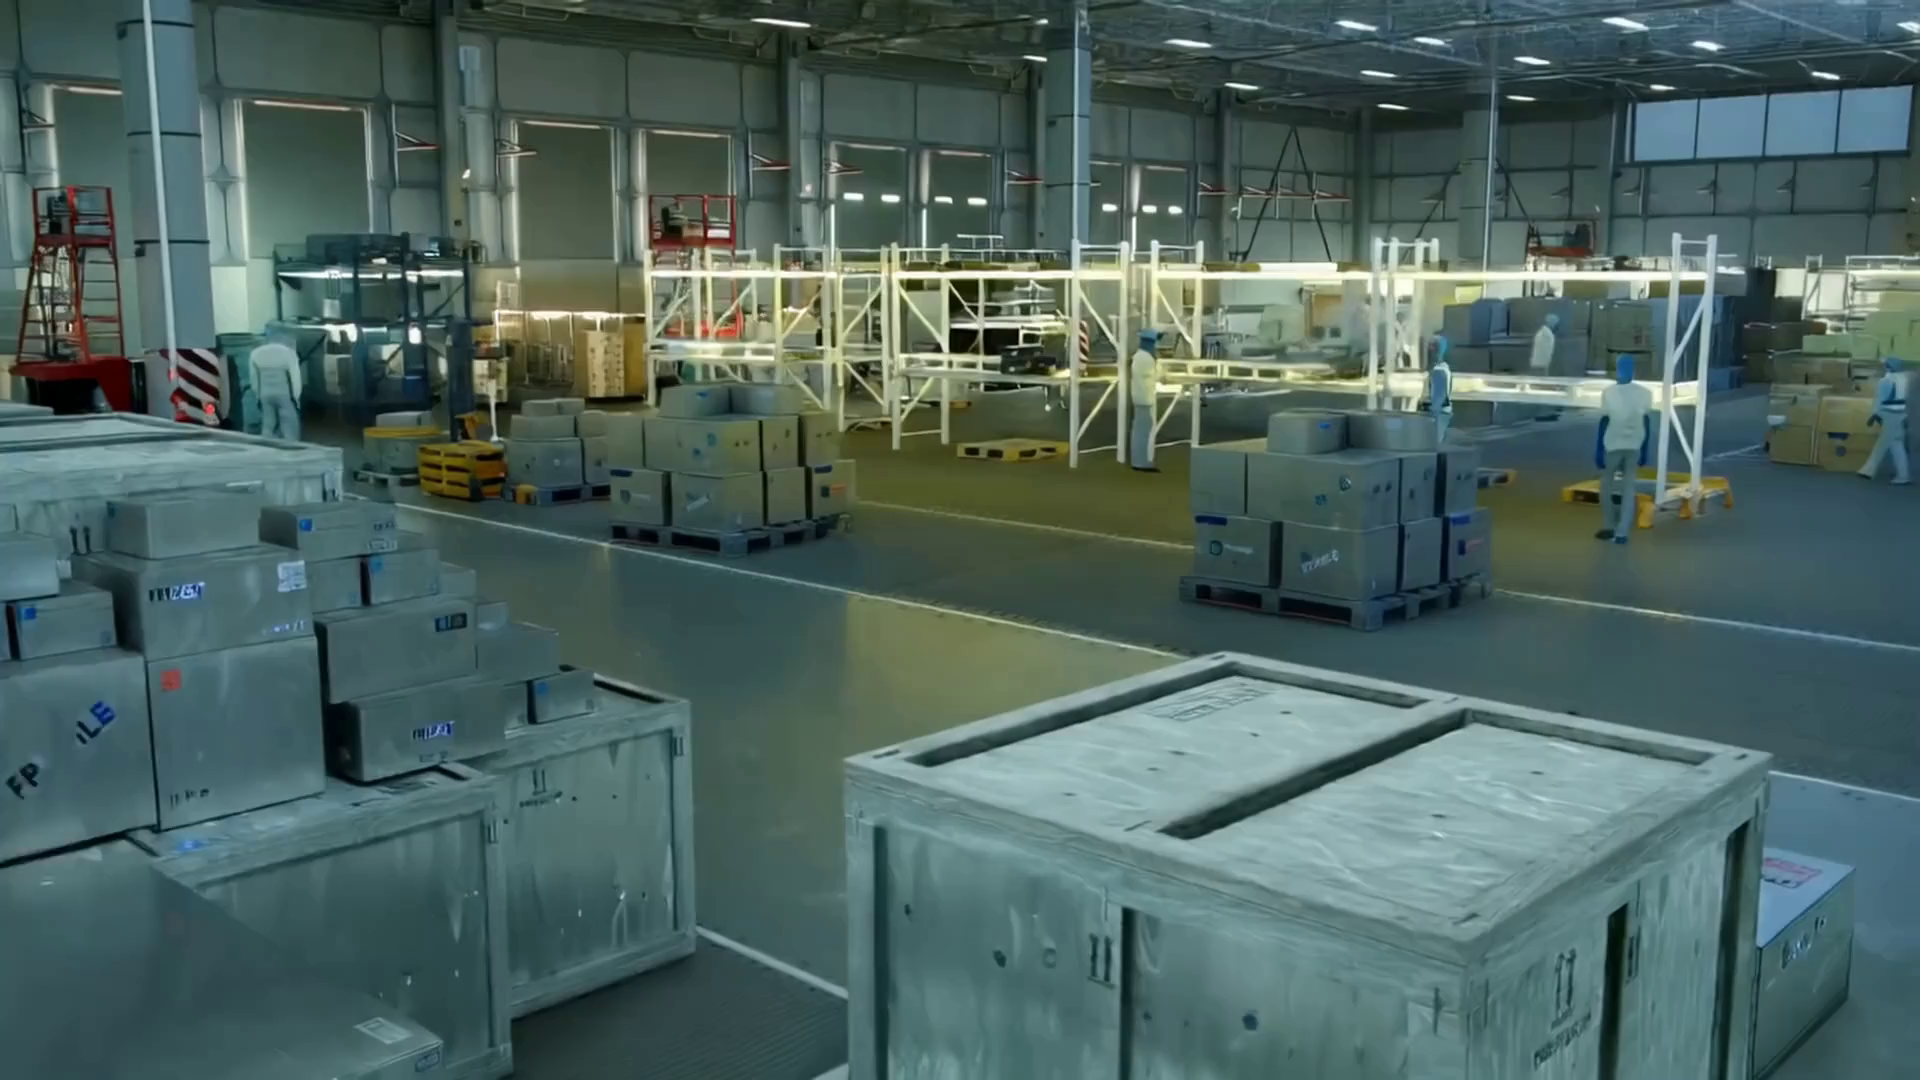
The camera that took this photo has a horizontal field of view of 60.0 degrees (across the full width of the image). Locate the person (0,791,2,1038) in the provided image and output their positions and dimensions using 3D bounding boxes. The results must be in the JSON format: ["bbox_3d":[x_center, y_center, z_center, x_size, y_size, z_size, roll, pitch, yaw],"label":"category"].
[{"bbox_3d":[-1.905,1.220,3.094,0.785,1.884,0.644,-2,9,-11],"label":"person"}]

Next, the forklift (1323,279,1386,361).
[{"bbox_3d":[11.391,-6.499,47.394,1.873,2.768,1.129,3,10,17],"label":"forklift"}]

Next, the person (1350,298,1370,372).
[{"bbox_3d":[10.419,-5.274,42.818,0.757,1.911,0.646,3,10,20],"label":"person"}]

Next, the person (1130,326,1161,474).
[{"bbox_3d":[2.414,-1.826,21.669,0.371,1.923,0.586,-2,10,-14],"label":"person"}]

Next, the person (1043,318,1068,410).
[{"bbox_3d":[1.808,-3.322,31.408,0.484,1.739,0.319,-2,9,-11],"label":"person"}]

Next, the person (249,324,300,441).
[{"bbox_3d":[-8.891,-1.829,21.640,0.629,1.939,0.374,0,9,1],"label":"person"}]

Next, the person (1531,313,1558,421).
[{"bbox_3d":[10.053,-3.015,29.071,0.768,1.891,0.721,1,9,9],"label":"person"}]

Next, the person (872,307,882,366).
[{"bbox_3d":[-2.197,-5.397,44.464,0.313,1.633,0.517,-2,9,-10],"label":"person"}]

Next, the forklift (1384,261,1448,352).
[{"bbox_3d":[11.151,-5.207,39.473,1.873,2.768,1.129,8,12,42],"label":"forklift"}]

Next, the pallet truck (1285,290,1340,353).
[{"bbox_3d":[11.297,-6.951,52.861,1.885,1.965,0.823,-5,11,-29],"label":"pallet truck"}]

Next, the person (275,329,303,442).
[{"bbox_3d":[-9.327,-1.984,22.928,0.582,1.829,0.642,-2,9,-10],"label":"person"}]

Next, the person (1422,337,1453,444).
[{"bbox_3d":[5.445,-1.372,19.007,0.355,1.883,0.575,4,10,21],"label":"person"}]

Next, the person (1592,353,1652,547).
[{"bbox_3d":[6.390,-0.870,16.039,0.546,1.851,0.581,2,9,10],"label":"person"}]

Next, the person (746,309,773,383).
[{"bbox_3d":[-3.849,-3.502,32.013,0.600,1.900,0.448,4,10,25],"label":"person"}]

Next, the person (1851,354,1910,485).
[{"bbox_3d":[11.488,-1.501,20.652,0.601,1.593,0.861,-6,11,-34],"label":"person"}]

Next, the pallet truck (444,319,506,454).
[{"bbox_3d":[-6.981,-1.942,22.150,1.885,1.965,0.823,1,9,9],"label":"pallet truck"}]
